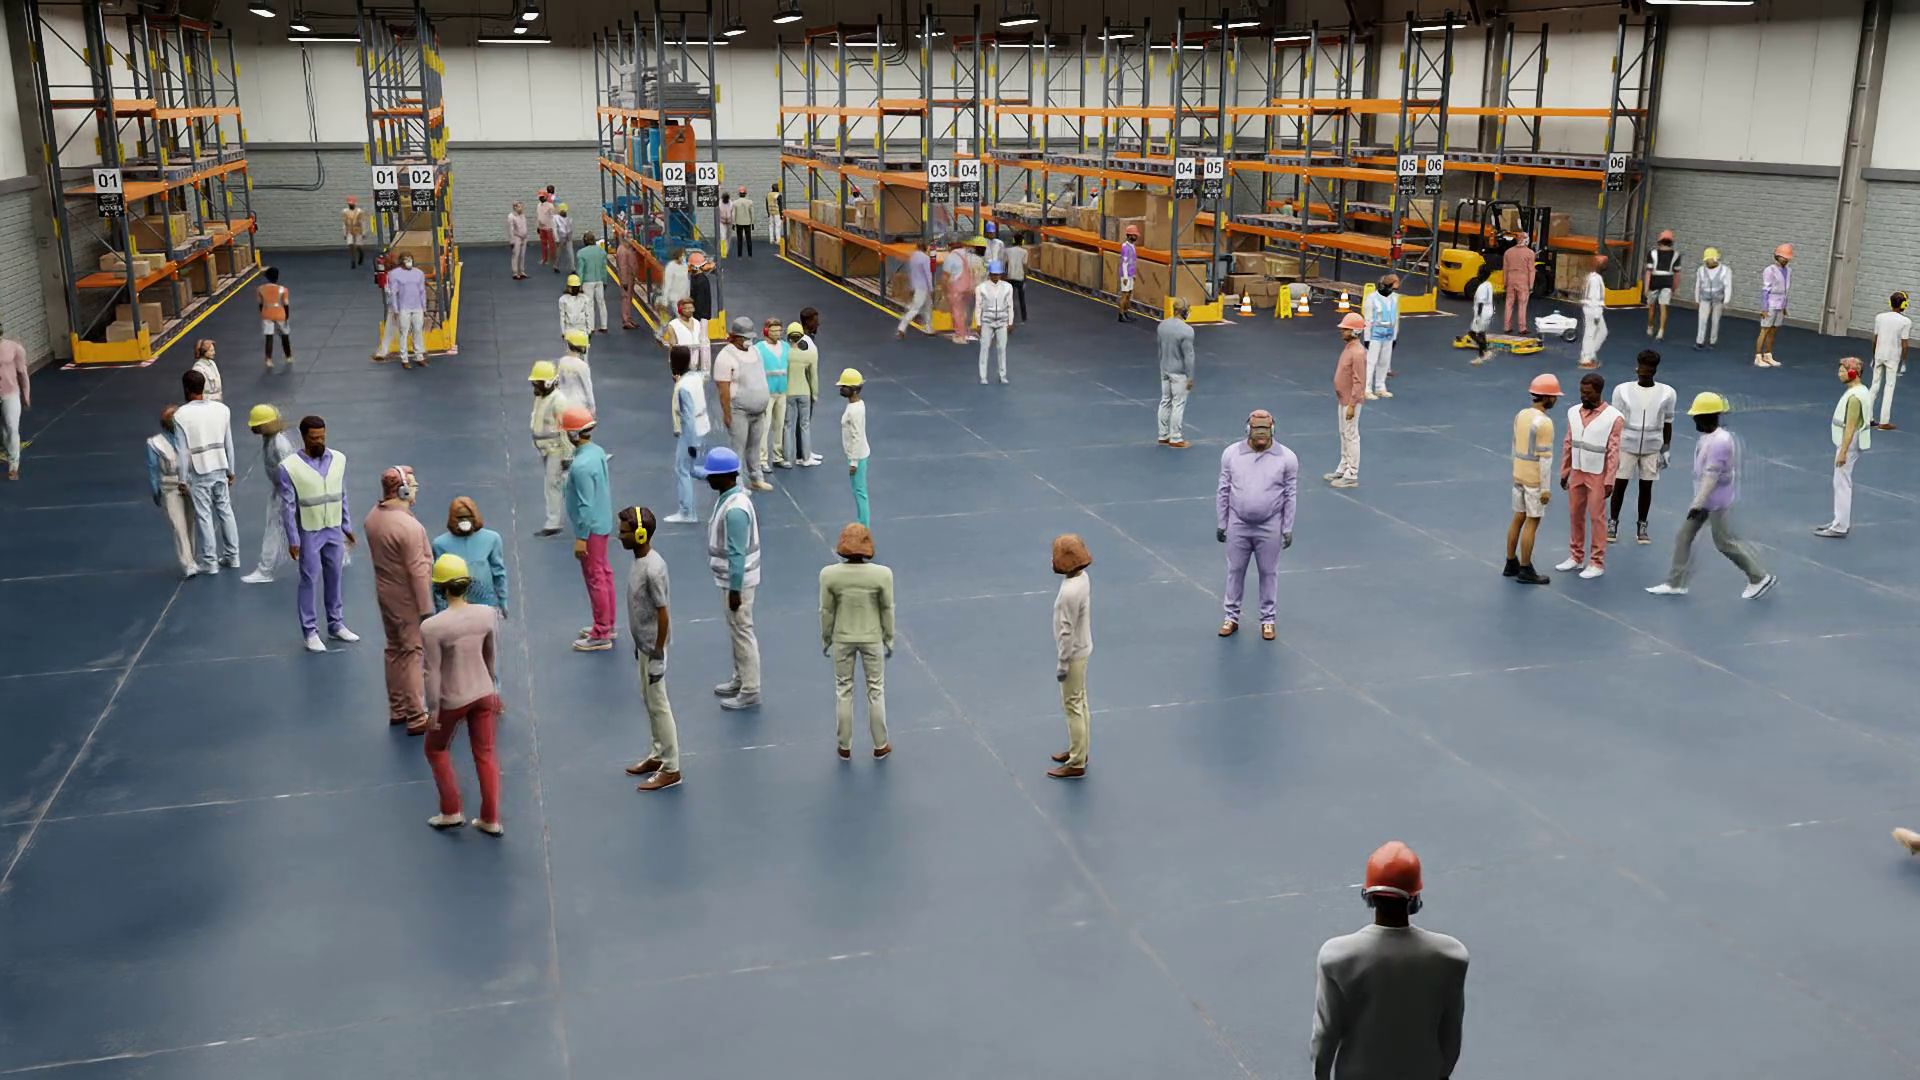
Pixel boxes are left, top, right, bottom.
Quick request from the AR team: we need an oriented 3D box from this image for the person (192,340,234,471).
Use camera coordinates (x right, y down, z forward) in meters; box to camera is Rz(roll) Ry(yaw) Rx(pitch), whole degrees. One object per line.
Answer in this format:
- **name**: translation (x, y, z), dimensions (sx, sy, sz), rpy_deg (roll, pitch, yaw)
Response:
- **person**: translation (-8.813, -1.541, 19.523), dimensions (0.314, 1.631, 0.517), rpy_deg (-1, 15, -4)

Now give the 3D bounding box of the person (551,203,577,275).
- **person**: translation (-10.031, -7.604, 42.039), dimensions (0.587, 1.784, 0.883), rpy_deg (-12, 19, -39)

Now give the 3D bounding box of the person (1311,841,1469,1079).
- **person**: translation (1.565, 1.949, 6.164), dimensions (0.562, 1.746, 0.339), rpy_deg (0, 15, -1)

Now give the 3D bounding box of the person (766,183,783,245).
- **person**: translation (-5.620, -9.950, 50.759), dimensions (0.631, 1.842, 0.428), rpy_deg (12, 19, 38)

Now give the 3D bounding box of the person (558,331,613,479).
- **person**: translation (-4.433, -1.604, 19.580), dimensions (0.533, 1.712, 0.891), rpy_deg (13, 20, 41)

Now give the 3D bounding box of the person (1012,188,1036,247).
- **person**: translation (1.978, -9.613, 49.368), dimensions (0.787, 1.916, 0.551), rpy_deg (6, 16, 21)

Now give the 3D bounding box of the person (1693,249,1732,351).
- **person**: translation (13.214, -4.202, 29.237), dimensions (0.610, 1.774, 0.875), rpy_deg (9, 17, 31)

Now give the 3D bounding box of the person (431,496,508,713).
- **person**: translation (-3.512, 0.473, 11.954), dimensions (0.515, 1.625, 0.282), rpy_deg (-6, 16, -22)

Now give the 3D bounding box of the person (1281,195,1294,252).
- **person**: translation (9.493, -9.154, 48.164), dimensions (0.266, 1.631, 0.507), rpy_deg (-5, 16, -18)

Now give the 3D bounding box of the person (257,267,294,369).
- **person**: translation (-11.344, -3.681, 27.522), dimensions (0.528, 1.655, 0.864), rpy_deg (-2, 15, -8)

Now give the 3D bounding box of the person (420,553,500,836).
- **person**: translation (-3.038, 0.928, 10.006), dimensions (0.599, 1.745, 0.543), rpy_deg (12, 19, 37)

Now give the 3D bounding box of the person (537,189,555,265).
- **person**: translation (-11.100, -8.368, 44.510), dimensions (0.610, 1.996, 0.378), rpy_deg (9, 17, 31)

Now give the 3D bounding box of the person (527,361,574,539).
- **person**: translation (-4.052, -0.935, 16.909), dimensions (0.700, 1.812, 0.605), rpy_deg (-10, 18, -32)

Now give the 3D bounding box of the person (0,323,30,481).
- **person**: translation (-11.318, -1.699, 19.629), dimensions (0.638, 1.901, 1.019), rpy_deg (-6, 16, -22)

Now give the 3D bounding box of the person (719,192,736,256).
- **person**: translation (-6.656, -8.994, 47.304), dimensions (0.610, 1.786, 1.014), rpy_deg (-4, 15, -13)

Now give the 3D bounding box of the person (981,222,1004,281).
- **person**: translation (0.604, -5.392, 33.404), dimensions (0.605, 1.949, 0.402), rpy_deg (-4, 15, -14)

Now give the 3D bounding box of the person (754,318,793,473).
- **person**: translation (-2.247, -1.734, 19.841), dimensions (0.374, 1.840, 0.571), rpy_deg (14, 20, 42)

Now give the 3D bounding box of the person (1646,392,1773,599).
- **person**: translation (6.726, -0.383, 14.712), dimensions (0.962, 1.876, 0.570), rpy_deg (1, 15, 5)

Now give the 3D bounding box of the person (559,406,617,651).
- **person**: translation (-2.996, -0.098, 13.399), dimensions (0.392, 1.991, 0.612), rpy_deg (0, 15, 2)

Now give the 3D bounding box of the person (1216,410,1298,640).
- **person**: translation (2.417, -0.126, 13.657), dimensions (0.651, 1.913, 0.410), rpy_deg (4, 15, 16)

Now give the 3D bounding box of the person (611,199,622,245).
- **person**: translation (-9.664, -8.852, 47.023), dimensions (0.534, 1.624, 0.362), rpy_deg (14, 20, 42)

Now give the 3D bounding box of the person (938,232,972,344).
- **person**: translation (-0.155, -4.606, 30.269), dimensions (0.799, 2.000, 0.697), rpy_deg (10, 18, 33)

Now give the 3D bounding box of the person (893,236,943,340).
- **person**: translation (-0.792, -4.638, 30.674), dimensions (0.966, 1.905, 0.636), rpy_deg (-5, 16, -19)

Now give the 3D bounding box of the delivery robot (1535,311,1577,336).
- **delivery robot**: translation (10.923, -3.960, 30.507), dimensions (0.707, 0.478, 0.477), rpy_deg (2, 15, 8)

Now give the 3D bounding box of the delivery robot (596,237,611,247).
- **delivery robot**: translation (-10.012, -8.258, 46.679), dimensions (0.477, 0.478, 0.707), rpy_deg (-5, 16, -18)

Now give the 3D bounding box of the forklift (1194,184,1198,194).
- **forklift**: translation (7.392, -11.333, 53.972), dimensions (1.873, 2.768, 1.129), rpy_deg (-4, 15, -15)

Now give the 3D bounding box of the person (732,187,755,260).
- **person**: translation (-5.987, -8.746, 45.933), dimensions (0.624, 1.993, 0.385), rpy_deg (-4, 15, -15)

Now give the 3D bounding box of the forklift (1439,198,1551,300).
- **forklift**: translation (11.913, -6.508, 37.130), dimensions (2.313, 2.155, 1.214), rpy_deg (-4, 15, -15)

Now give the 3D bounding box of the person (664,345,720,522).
- **person**: translation (-2.749, -1.109, 17.387), dimensions (0.677, 1.897, 0.599), rpy_deg (1, 15, 5)

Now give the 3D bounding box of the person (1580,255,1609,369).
- **person**: translation (10.473, -3.724, 27.272), dimensions (0.495, 1.870, 0.604), rpy_deg (6, 16, 23)

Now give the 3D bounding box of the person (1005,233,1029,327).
- **person**: translation (1.100, -5.098, 32.569), dimensions (0.506, 1.814, 1.009), rpy_deg (4, 15, 14)

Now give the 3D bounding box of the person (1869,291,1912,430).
- **person**: translation (12.487, -2.409, 22.360), dimensions (0.328, 1.861, 0.497), rpy_deg (-9, 17, -30)

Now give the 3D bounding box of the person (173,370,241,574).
- **person**: translation (-7.056, -0.636, 15.588), dimensions (0.385, 1.911, 0.594), rpy_deg (8, 17, 28)

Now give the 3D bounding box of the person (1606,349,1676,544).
- **person**: translation (6.770, -0.930, 16.582), dimensions (0.612, 1.962, 0.363), rpy_deg (4, 15, 16)

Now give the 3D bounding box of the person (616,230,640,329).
- **person**: translation (-6.400, -5.025, 32.121), dimensions (0.399, 1.902, 0.640), rpy_deg (-1, 15, -3)

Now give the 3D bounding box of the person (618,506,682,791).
- **person**: translation (-2.000, 0.689, 10.674), dimensions (0.309, 1.868, 0.534), rpy_deg (-6, 16, -21)

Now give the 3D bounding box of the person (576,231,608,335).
- **person**: translation (-6.942, -4.850, 31.411), dimensions (0.630, 1.932, 0.375), rpy_deg (-14, 20, -41)

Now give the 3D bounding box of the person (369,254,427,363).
- **person**: translation (-9.501, -3.899, 28.031), dimensions (1.012, 1.834, 0.592), rpy_deg (-13, 20, -41)
